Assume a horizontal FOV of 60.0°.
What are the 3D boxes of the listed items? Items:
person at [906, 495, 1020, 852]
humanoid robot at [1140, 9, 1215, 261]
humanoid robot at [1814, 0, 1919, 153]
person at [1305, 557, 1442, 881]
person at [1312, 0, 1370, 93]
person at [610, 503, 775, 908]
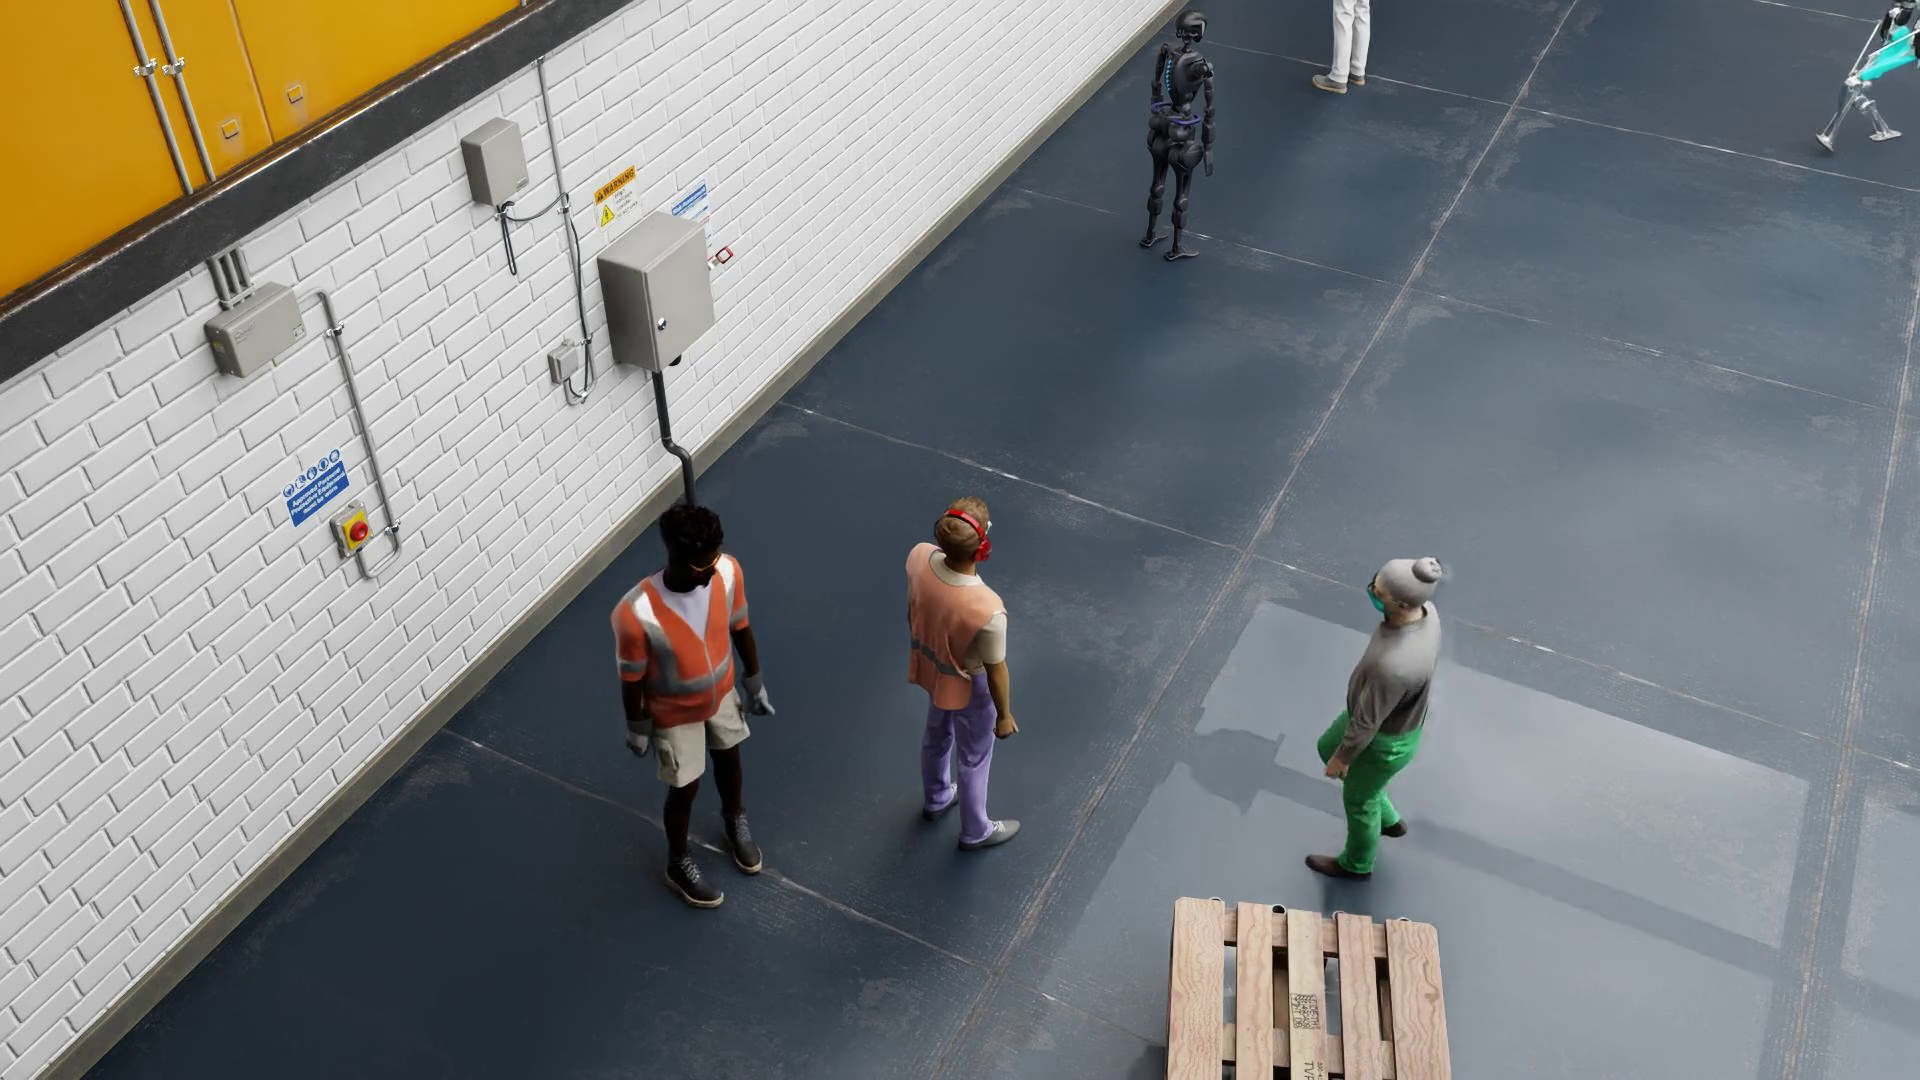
[{"bbox_3d":[0.000,0.591,6.941,0.380,1.849,0.568,-28,48,-29],"label":"person"},{"bbox_3d":[1.414,-2.642,10.811,0.315,1.657,0.599,-25,47,-26],"label":"humanoid robot"},{"bbox_3d":[6.600,-3.576,11.895,1.022,1.779,0.538,-12,42,-13],"label":"humanoid robot"},{"bbox_3d":[1.673,0.734,6.786,0.422,1.829,0.512,12,42,14],"label":"person"},{"bbox_3d":[2.990,-4.336,12.641,0.563,1.876,0.361,-30,49,-30],"label":"person"},{"bbox_3d":[-1.062,0.657,6.789,0.479,1.948,0.630,31,50,31],"label":"person"}]
